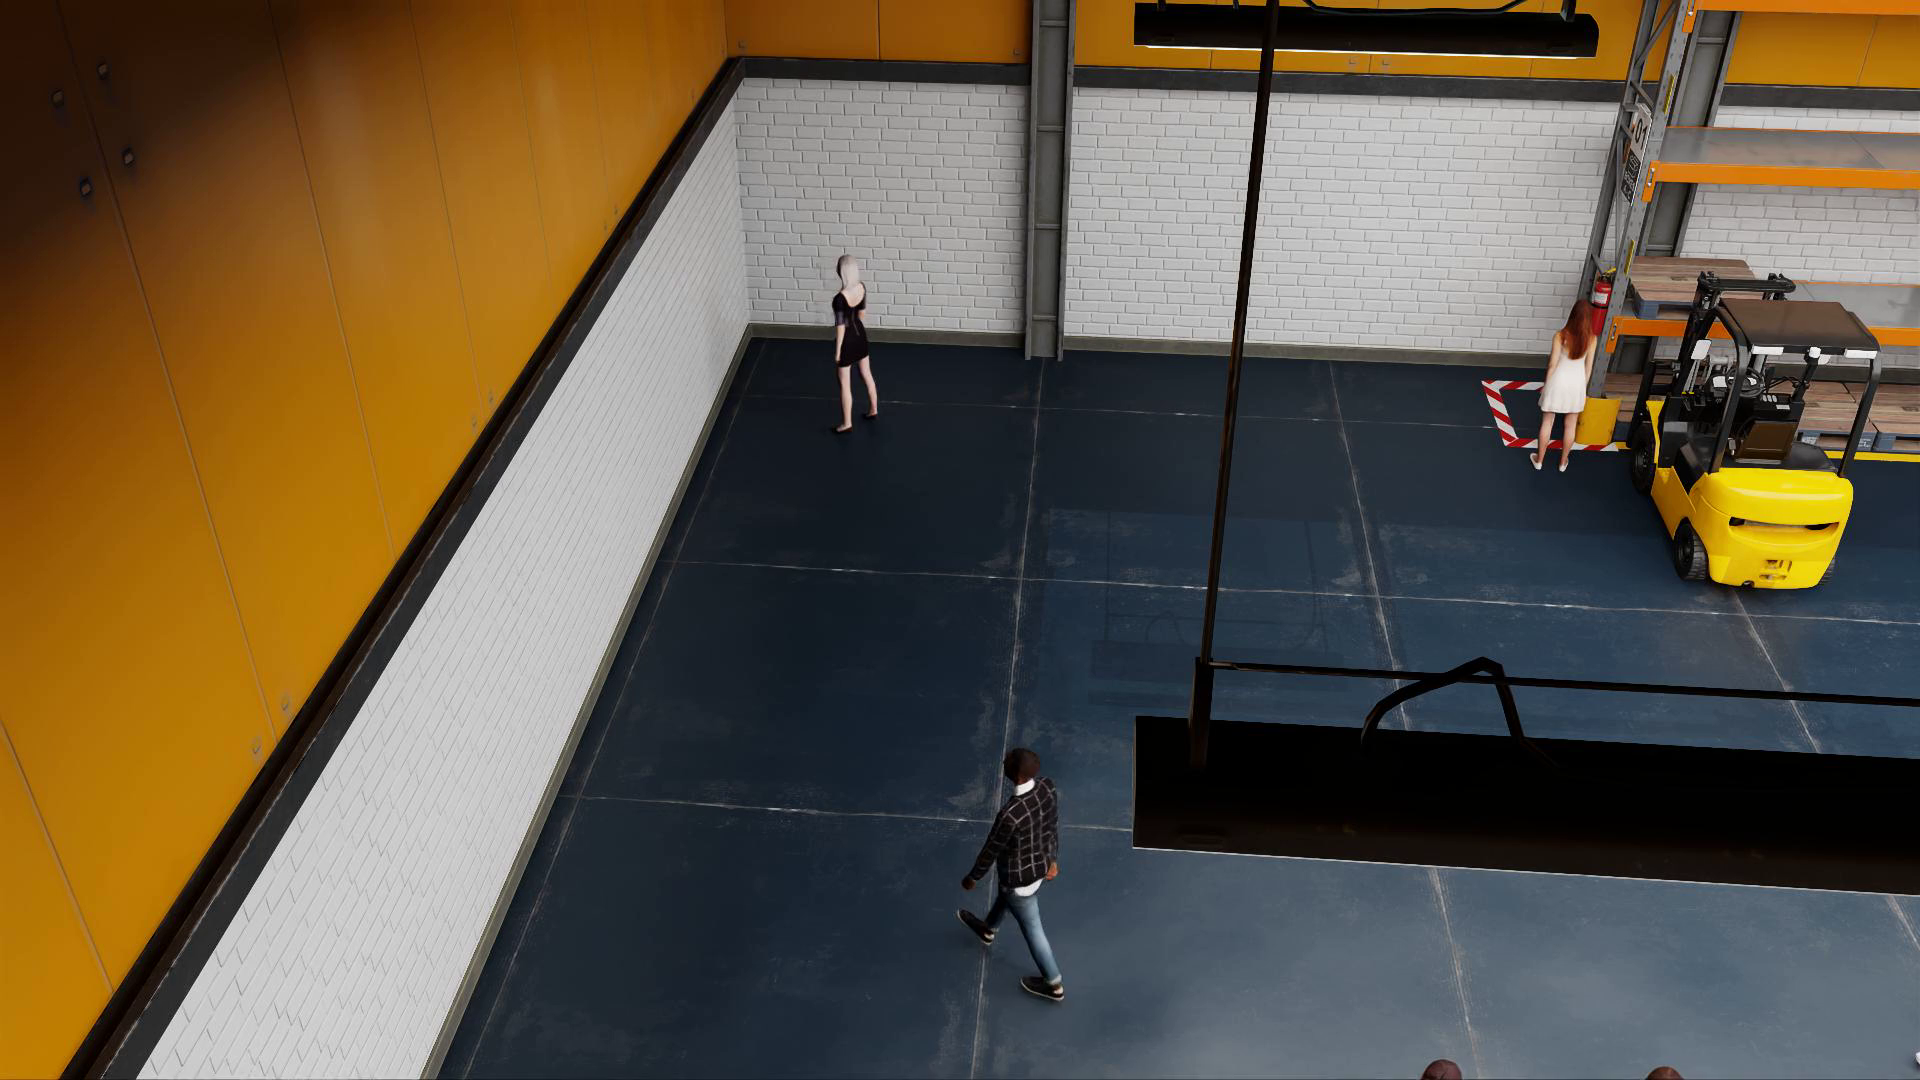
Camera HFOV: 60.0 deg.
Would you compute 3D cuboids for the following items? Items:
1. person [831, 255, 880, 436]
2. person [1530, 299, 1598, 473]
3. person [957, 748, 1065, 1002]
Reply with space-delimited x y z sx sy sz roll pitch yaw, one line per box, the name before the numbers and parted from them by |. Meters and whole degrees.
person | -1.042 -1.862 15.820 0.711 1.829 0.705 21 39 29
person | 5.559 -1.418 15.258 0.496 1.712 0.634 7 34 10
person | 0.460 2.046 9.986 1.248 1.779 1.055 21 39 28
